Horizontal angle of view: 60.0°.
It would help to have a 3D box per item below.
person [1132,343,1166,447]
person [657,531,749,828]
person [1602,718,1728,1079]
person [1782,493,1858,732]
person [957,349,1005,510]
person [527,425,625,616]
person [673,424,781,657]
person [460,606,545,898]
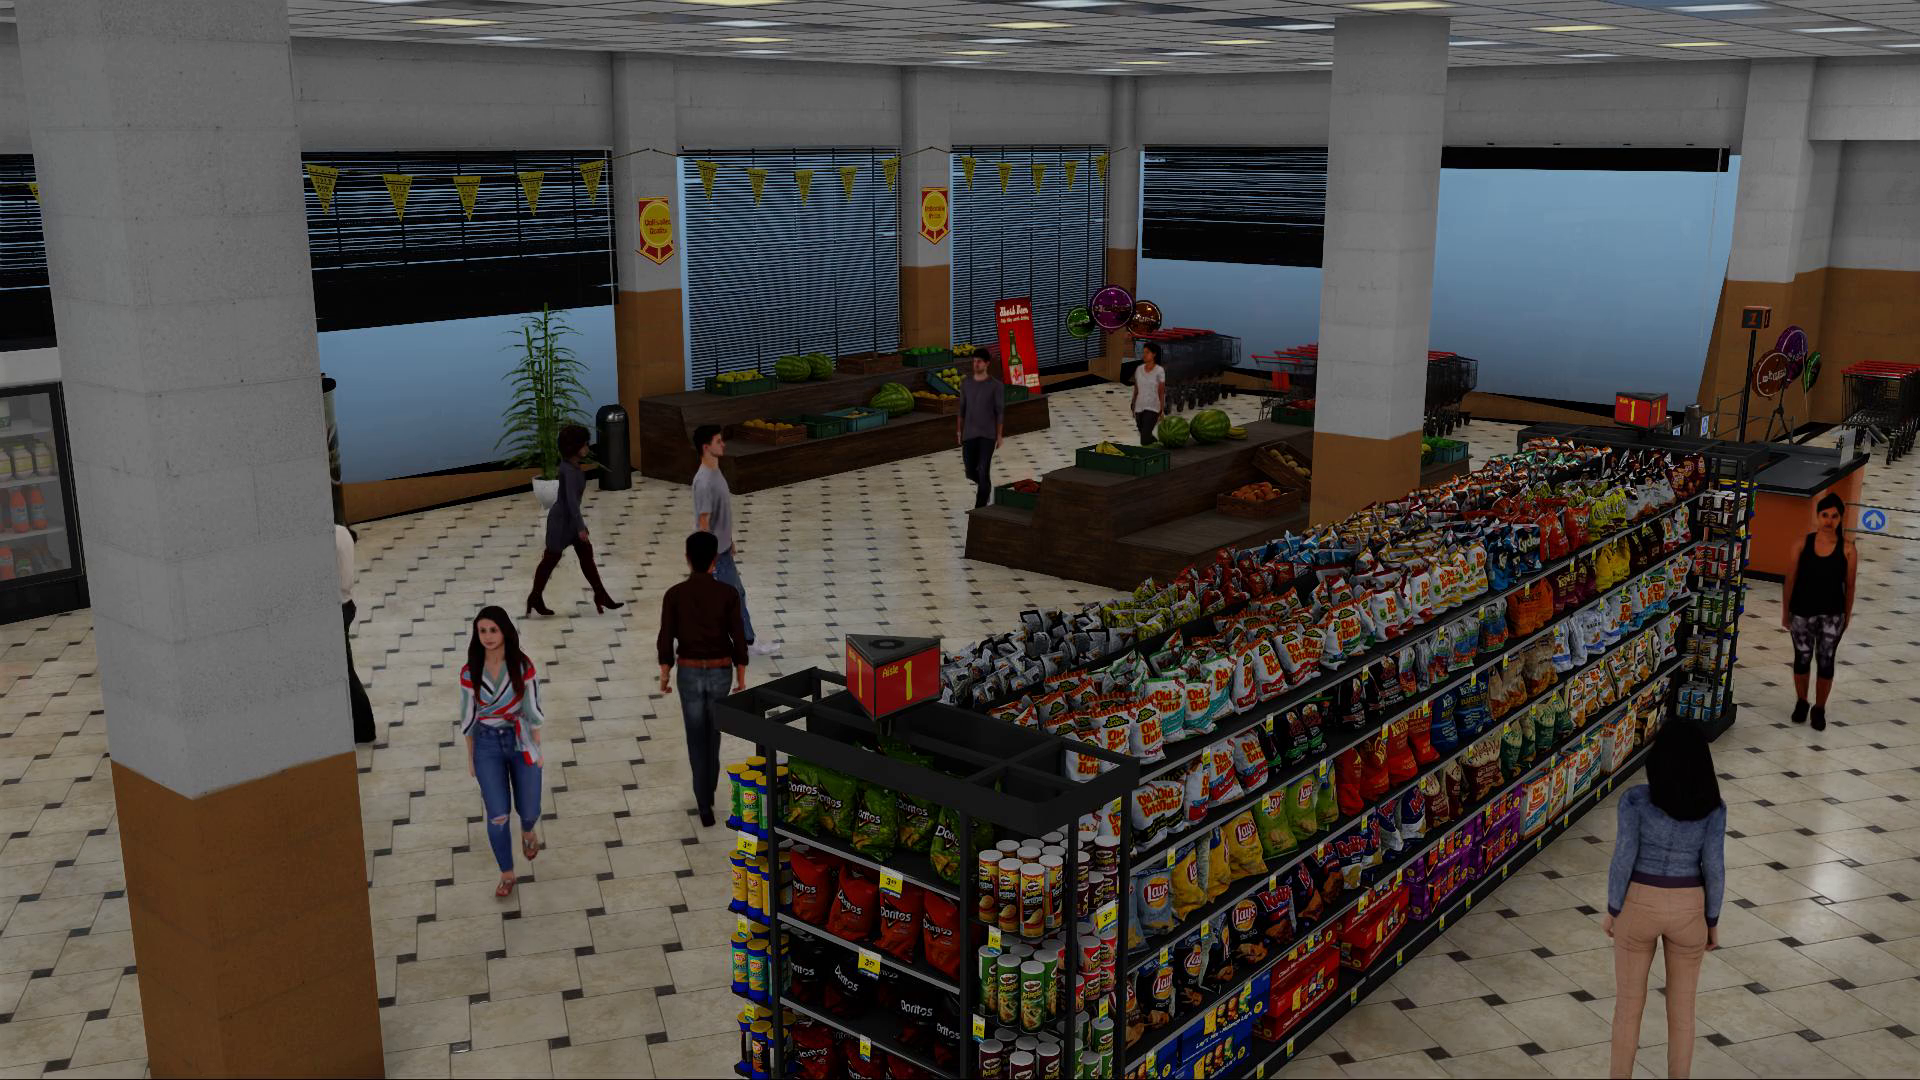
[{"bbox_3d":[2.336,-1.573,20.177,0.630,1.616,1.057,13,19,43],"label":"person"},{"bbox_3d":[-1.524,0.843,9.946,0.910,1.744,0.965,-3,14,-12],"label":"person"},{"bbox_3d":[2.895,1.575,6.863,0.693,1.775,0.706,4,14,14],"label":"person"},{"bbox_3d":[6.011,0.478,11.645,0.621,1.652,0.720,9,16,33],"label":"person"},{"bbox_3d":[0.250,-1.136,17.927,0.850,1.829,1.086,6,15,24],"label":"person"},{"bbox_3d":[-3.431,-0.122,14.109,1.091,1.659,1.052,-2,14,-10],"label":"person"},{"bbox_3d":[-2.018,0.044,13.022,1.222,1.848,1.179,-1,14,-2],"label":"person"},{"bbox_3d":[-2.470,1.123,9.099,0.830,1.600,0.884,-2,14,-7],"label":"person"}]
